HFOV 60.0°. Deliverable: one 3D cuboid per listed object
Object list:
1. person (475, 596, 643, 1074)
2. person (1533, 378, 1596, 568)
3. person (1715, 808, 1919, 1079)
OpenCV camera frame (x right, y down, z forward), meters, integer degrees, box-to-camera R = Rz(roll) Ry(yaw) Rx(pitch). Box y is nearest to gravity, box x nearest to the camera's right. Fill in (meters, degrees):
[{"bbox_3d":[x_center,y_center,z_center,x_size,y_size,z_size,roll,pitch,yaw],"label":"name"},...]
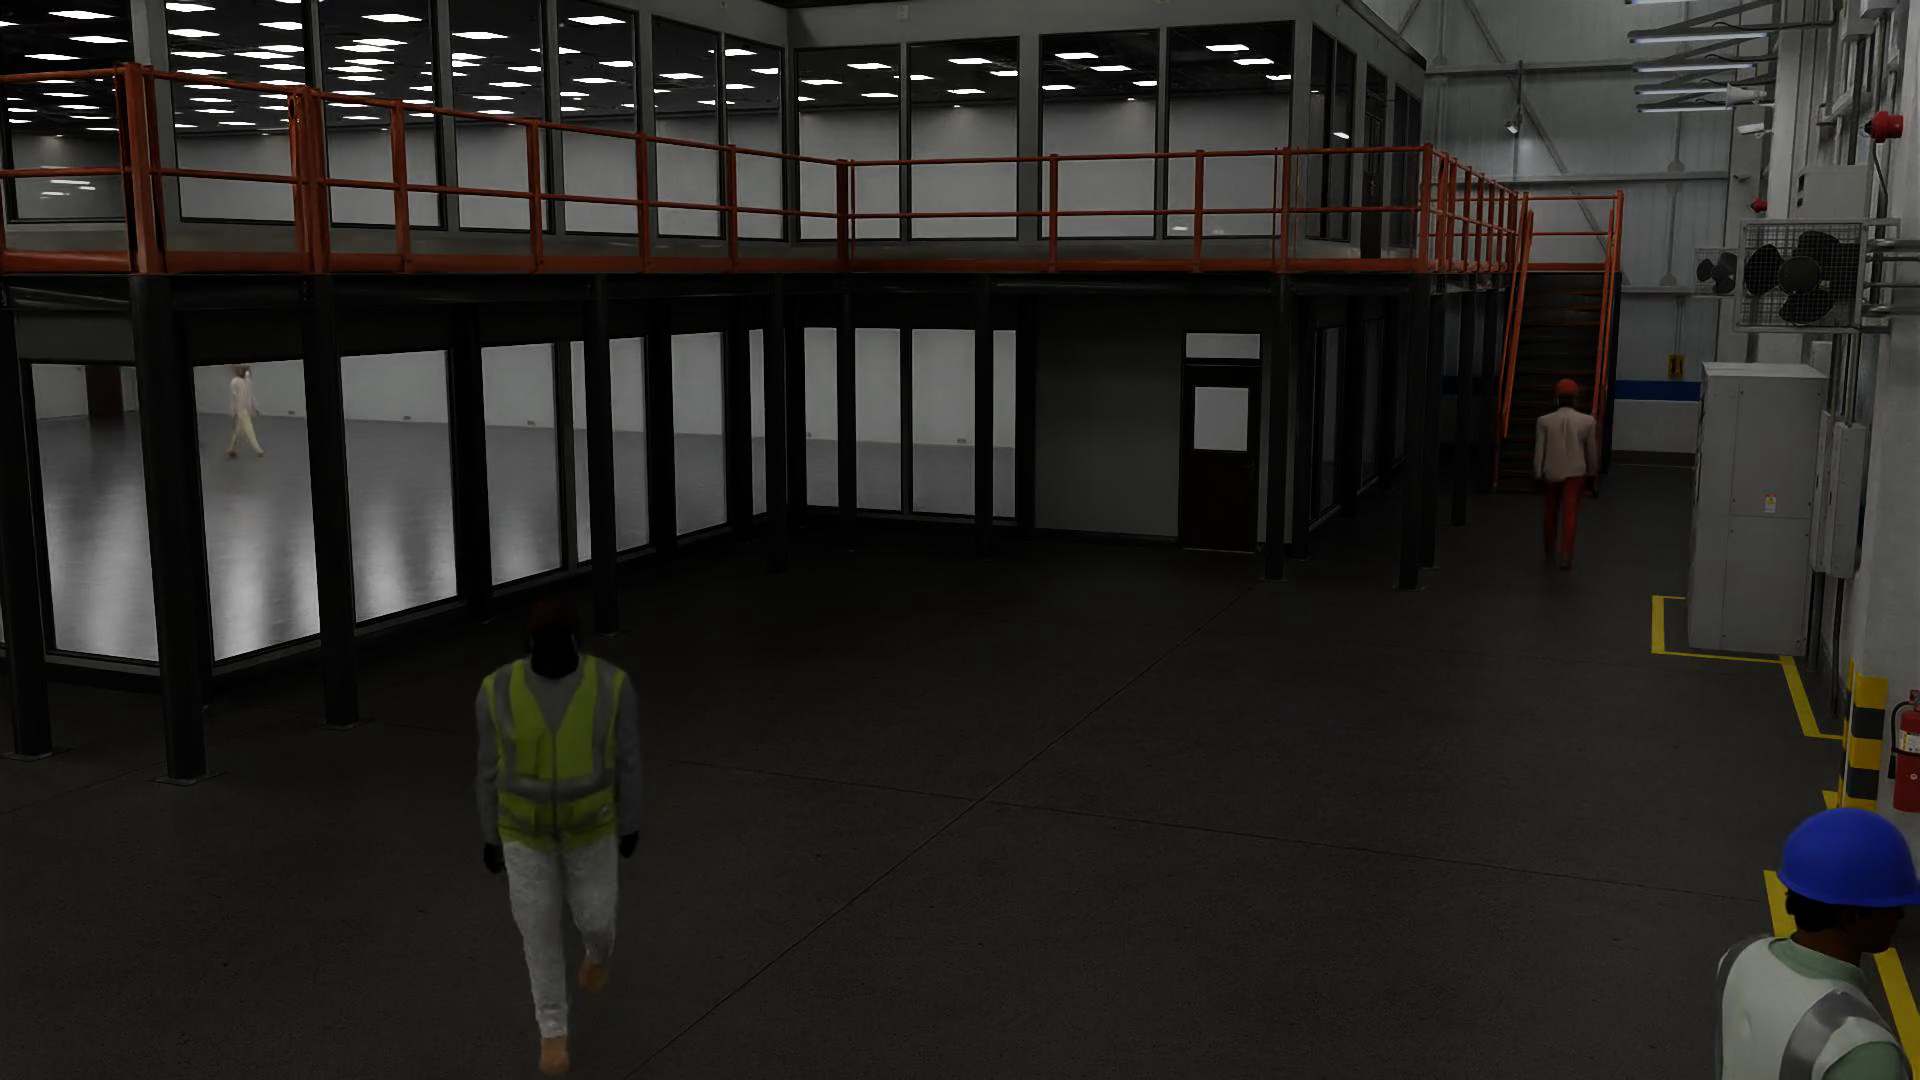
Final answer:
[{"bbox_3d":[-1.567,1.101,6.536,0.631,1.825,0.650,-2,9,-10],"label":"person"},{"bbox_3d":[6.276,-0.698,17.268,0.618,1.954,1.009,3,10,19],"label":"person"},{"bbox_3d":[1.819,1.518,3.577,0.386,1.948,0.605,0,9,-1],"label":"person"}]
